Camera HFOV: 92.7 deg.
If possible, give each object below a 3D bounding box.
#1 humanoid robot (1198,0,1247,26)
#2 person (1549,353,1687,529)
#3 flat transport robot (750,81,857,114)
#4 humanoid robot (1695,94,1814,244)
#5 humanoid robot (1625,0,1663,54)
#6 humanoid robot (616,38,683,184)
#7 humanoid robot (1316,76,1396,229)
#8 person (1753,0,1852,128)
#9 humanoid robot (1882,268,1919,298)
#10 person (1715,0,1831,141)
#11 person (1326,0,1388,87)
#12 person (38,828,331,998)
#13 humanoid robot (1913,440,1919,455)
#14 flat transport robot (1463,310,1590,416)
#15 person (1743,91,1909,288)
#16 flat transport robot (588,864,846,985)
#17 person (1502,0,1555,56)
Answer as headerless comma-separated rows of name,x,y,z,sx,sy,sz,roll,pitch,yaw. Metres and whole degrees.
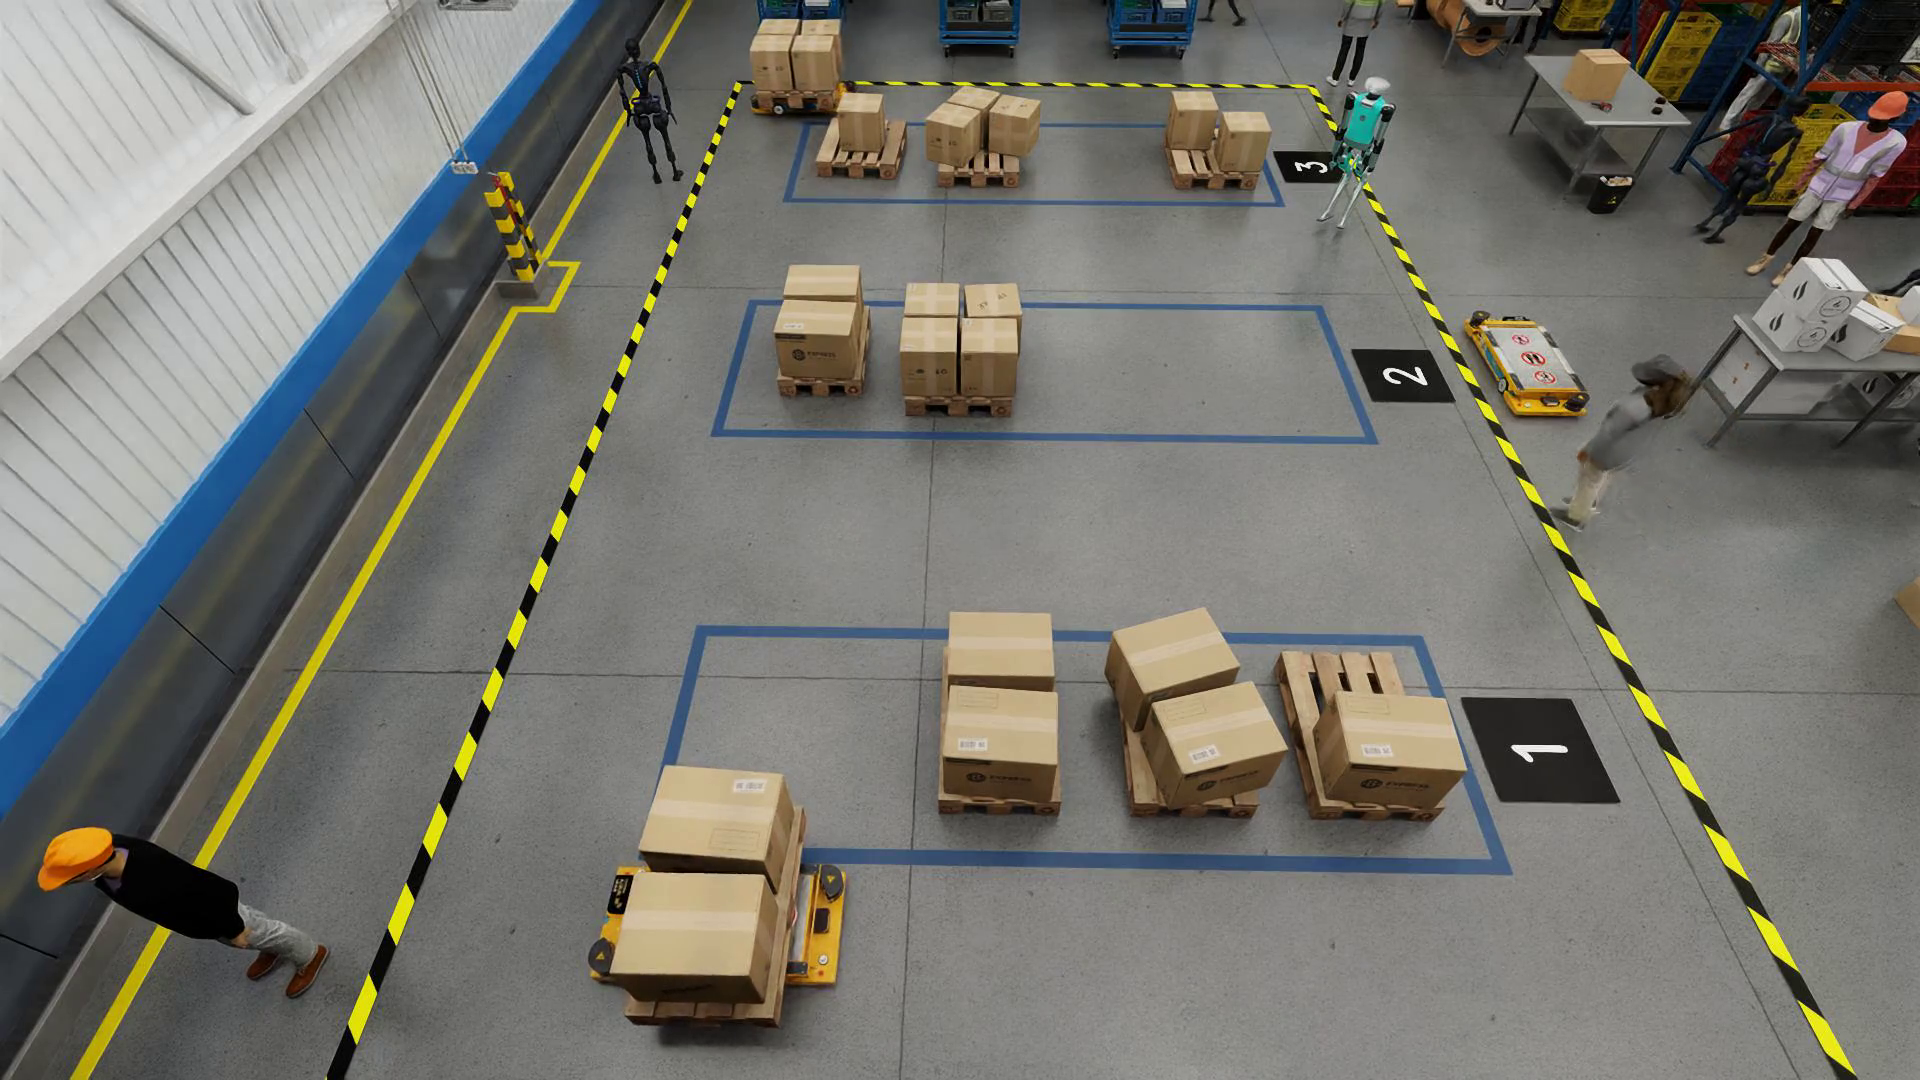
humanoid robot,4.285,-8.995,14.429,0.763,1.650,0.609,5,49,4
person,5.120,-0.766,7.218,0.574,1.736,0.448,-25,54,-20
flat transport robot,-2.200,-6.258,12.931,1.431,0.197,0.652,1,49,1
humanoid robot,8.780,-4.065,10.114,0.328,1.647,0.608,-7,49,-6
humanoid robot,10.066,-7.634,13.200,1.033,1.767,0.550,-2,49,-2
humanoid robot,-3.763,-5.168,11.066,0.599,1.655,0.315,-8,50,-7
humanoid robot,4.487,-4.352,10.240,0.533,1.676,0.735,34,57,26
person,10.852,-6.035,11.729,0.404,1.826,0.593,23,53,19
humanoid robot,10.054,-3.079,9.277,0.387,1.641,0.611,24,53,19
person,10.496,-6.092,11.767,0.635,1.840,0.429,-8,50,-7
person,5.616,-7.343,12.842,0.588,1.852,0.371,2,49,2
person,-3.979,1.948,4.781,0.588,1.880,0.382,17,51,14
humanoid robot,8.531,-1.027,7.457,0.557,1.725,0.947,16,51,13
flat transport robot,5.573,-1.757,9.054,0.659,0.231,1.431,1,49,1
person,8.994,-3.604,9.490,0.397,2.033,0.612,-30,55,-23
flat transport robot,-1.437,2.297,5.526,1.431,0.197,0.652,1,49,1
person,8.752,-8.315,13.639,0.379,1.927,0.692,-12,50,-10
